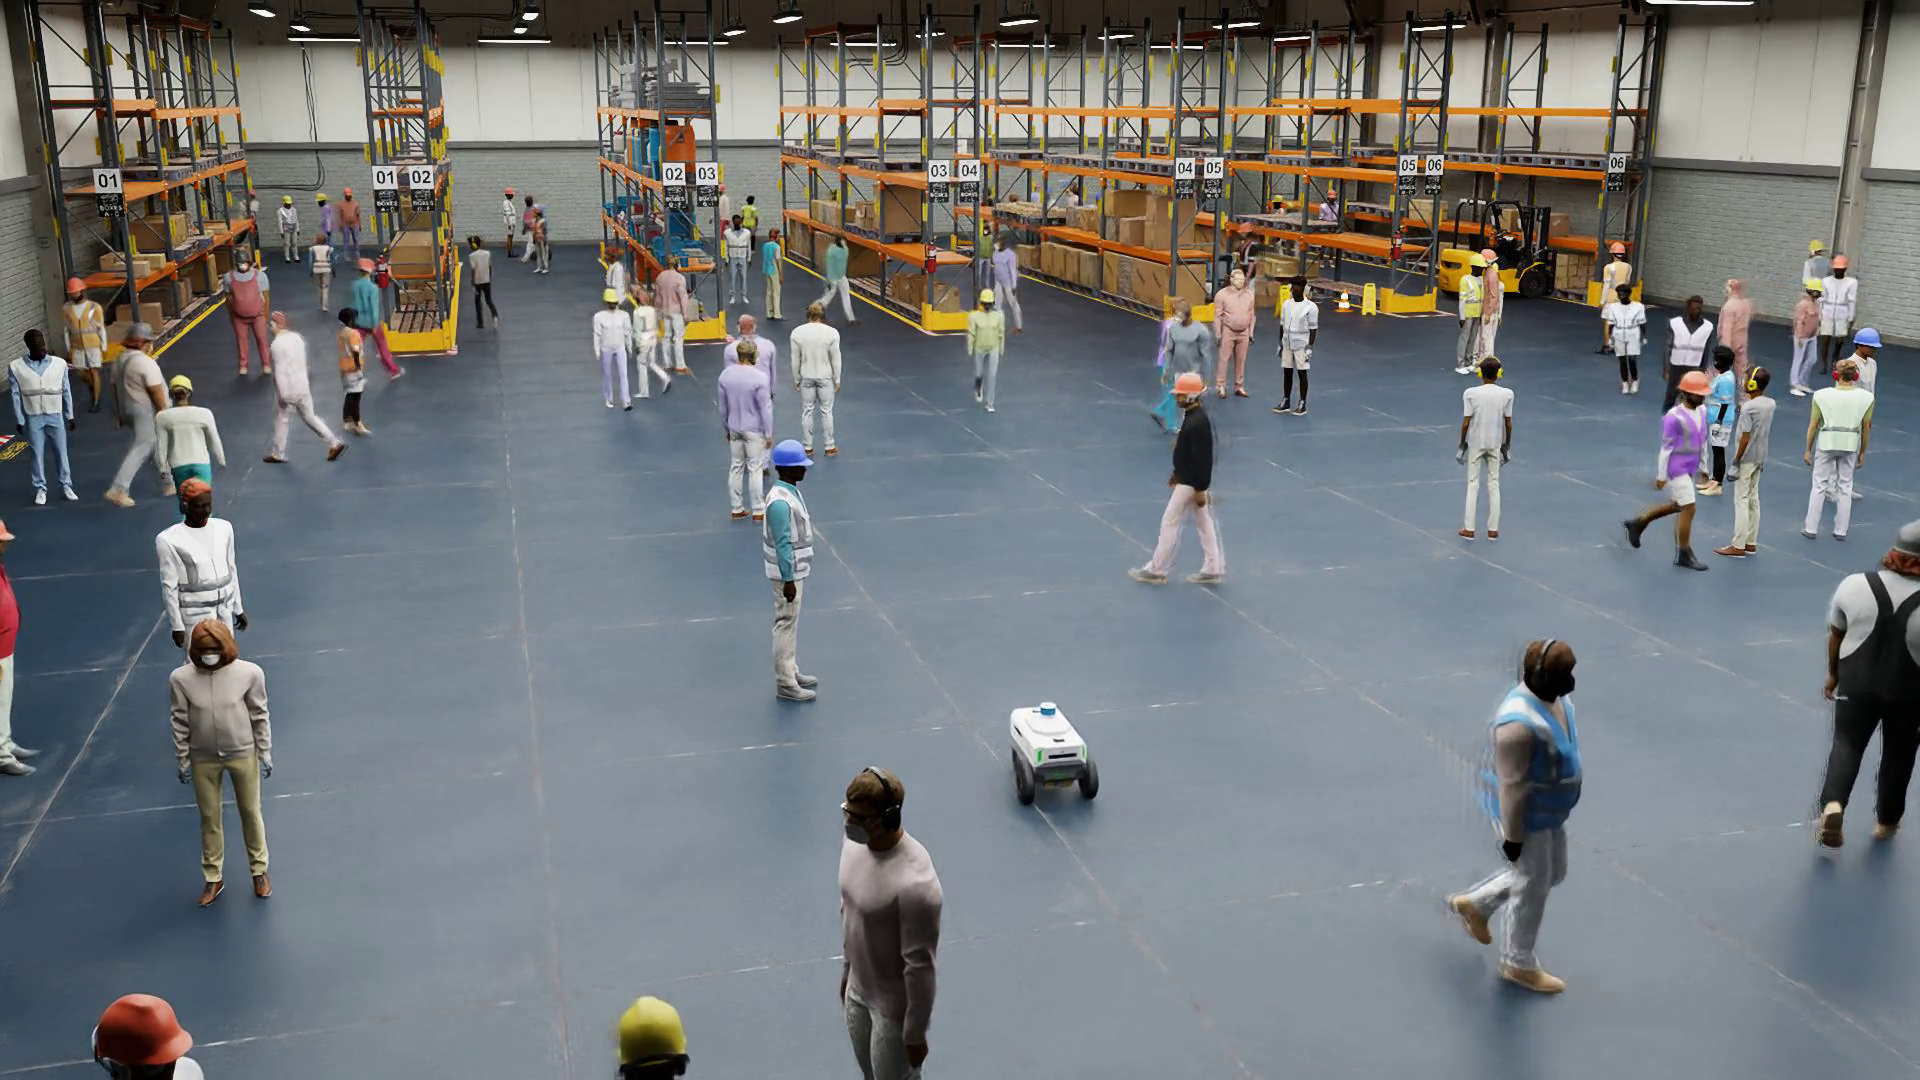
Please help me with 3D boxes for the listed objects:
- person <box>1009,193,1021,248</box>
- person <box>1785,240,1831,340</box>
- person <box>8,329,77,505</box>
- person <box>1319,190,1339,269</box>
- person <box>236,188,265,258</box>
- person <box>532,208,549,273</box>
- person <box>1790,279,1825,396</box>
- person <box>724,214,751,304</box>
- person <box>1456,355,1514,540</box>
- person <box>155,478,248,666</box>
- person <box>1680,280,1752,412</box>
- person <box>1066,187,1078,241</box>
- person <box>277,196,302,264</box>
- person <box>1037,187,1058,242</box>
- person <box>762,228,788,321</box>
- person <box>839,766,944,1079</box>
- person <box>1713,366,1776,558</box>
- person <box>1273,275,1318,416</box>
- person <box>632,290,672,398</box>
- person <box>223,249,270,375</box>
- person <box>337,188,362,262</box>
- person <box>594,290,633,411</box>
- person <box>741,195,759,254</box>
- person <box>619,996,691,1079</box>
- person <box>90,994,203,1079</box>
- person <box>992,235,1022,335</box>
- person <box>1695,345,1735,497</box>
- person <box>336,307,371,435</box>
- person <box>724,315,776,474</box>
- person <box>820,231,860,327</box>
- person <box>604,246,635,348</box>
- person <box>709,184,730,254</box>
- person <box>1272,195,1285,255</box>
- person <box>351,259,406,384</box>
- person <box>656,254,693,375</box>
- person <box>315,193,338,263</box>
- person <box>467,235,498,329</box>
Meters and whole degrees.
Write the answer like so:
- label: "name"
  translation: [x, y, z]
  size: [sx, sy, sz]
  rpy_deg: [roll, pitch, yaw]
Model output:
- label: "person"
  translation: [1.592, -9.551, 49.724]
  size: [0.507, 1.593, 0.829]
  rpy_deg: [-10, 18, -33]
- label: "person"
  translation: [15.727, -4.633, 30.818]
  size: [0.600, 1.812, 0.671]
  rpy_deg: [-4, 15, -15]
- label: "person"
  translation: [-10.079, -1.365, 18.303]
  size: [0.594, 1.921, 0.388]
  rpy_deg: [-11, 18, -35]
- label: "person"
  translation: [9.659, -8.108, 43.444]
  size: [0.608, 2.044, 0.371]
  rpy_deg: [-2, 15, -6]
- label: "person"
  translation: [-19.987, -8.888, 46.579]
  size: [0.951, 1.947, 0.643]
  rpy_deg: [9, 17, 29]
- label: "person"
  translation: [-10.712, -7.634, 42.440]
  size: [0.515, 1.636, 0.314]
  rpy_deg: [12, 19, 38]
- label: "person"
  translation: [12.684, -3.031, 24.894]
  size: [0.538, 1.757, 0.331]
  rpy_deg: [-9, 18, -32]
- label: "person"
  translation: [-4.832, -6.107, 36.153]
  size: [0.595, 1.918, 0.386]
  rpy_deg: [-4, 15, -15]
- label: "person"
  translation: [5.278, -0.923, 16.746]
  size: [0.526, 1.865, 0.315]
  rpy_deg: [2, 15, 6]
- label: "person"
  translation: [-5.125, 0.510, 11.319]
  size: [0.355, 1.885, 0.575]
  rpy_deg: [8, 17, 26]
- label: "person"
  translation: [10.938, -2.776, 23.746]
  size: [0.648, 1.853, 1.029]
  rpy_deg: [-10, 18, -33]
- label: "person"
  translation: [3.396, -9.438, 48.889]
  size: [0.433, 1.826, 0.703]
  rpy_deg: [-13, 20, -40]
- label: "person"
  translation: [-18.056, -8.348, 44.781]
  size: [0.406, 1.821, 0.598]
  rpy_deg: [9, 17, 30]
- label: "person"
  translation: [2.471, -9.017, 47.068]
  size: [0.634, 1.927, 0.448]
  rpy_deg: [-3, 15, -11]
- label: "person"
  translation: [-3.735, -5.299, 33.263]
  size: [0.390, 1.839, 0.564]
  rpy_deg: [-12, 19, -39]
- label: "person"
  translation: [-0.282, 1.778, 6.469]
  size: [0.362, 1.932, 0.630]
  rpy_deg: [-8, 17, -27]
- label: "person"
  translation: [7.631, -0.760, 16.123]
  size: [0.512, 1.873, 0.328]
  rpy_deg: [-11, 18, -36]
- label: "person"
  translation: [4.725, -2.743, 23.404]
  size: [0.367, 1.966, 0.607]
  rpy_deg: [-14, 20, -41]
- label: "person"
  translation: [-4.603, -2.891, 24.630]
  size: [0.499, 1.623, 0.515]
  rpy_deg: [7, 16, 24]
- label: "person"
  translation: [-11.470, -3.681, 26.789]
  size: [0.678, 2.000, 0.535]
  rpy_deg: [-4, 15, -15]
- label: "person"
  translation: [-16.658, -8.606, 45.431]
  size: [0.612, 1.986, 0.406]
  rpy_deg: [-9, 17, -29]
- label: "person"
  translation: [-4.923, -2.692, 23.676]
  size: [0.566, 1.722, 0.894]
  rpy_deg: [-6, 16, -21]
- label: "person"
  translation: [-5.968, -8.980, 47.416]
  size: [0.551, 1.677, 0.391]
  rpy_deg: [8, 17, 26]
- label: "person"
  translation: [-0.893, 2.228, 5.097]
  size: [0.526, 1.758, 0.366]
  rpy_deg: [-1, 15, -4]
- label: "person"
  translation: [-2.472, 2.207, 5.180]
  size: [0.333, 1.753, 0.562]
  rpy_deg: [3, 15, 11]
- label: "person"
  translation: [0.817, -4.743, 31.093]
  size: [1.023, 1.872, 0.755]
  rpy_deg: [-13, 19, -39]
- label: "person"
  translation: [8.491, -1.332, 18.617]
  size: [0.319, 1.693, 0.532]
  rpy_deg: [6, 16, 20]
- label: "person"
  translation: [-8.065, -2.231, 22.055]
  size: [0.316, 1.670, 0.614]
  rpy_deg: [-11, 19, -37]
- label: "person"
  translation: [-2.514, -1.756, 19.899]
  size: [0.661, 1.860, 0.997]
  rpy_deg: [-5, 16, -19]
- label: "person"
  translation: [-2.423, -5.096, 32.462]
  size: [1.099, 1.871, 0.639]
  rpy_deg: [12, 19, 37]
- label: "person"
  translation: [-6.000, -4.225, 29.172]
  size: [0.526, 1.870, 0.584]
  rpy_deg: [-6, 16, -22]
- label: "person"
  translation: [-6.921, -9.226, 47.804]
  size: [0.594, 1.973, 0.695]
  rpy_deg: [-11, 19, -37]
- label: "person"
  translation: [8.217, -7.951, 43.072]
  size: [0.370, 1.929, 0.585]
  rpy_deg: [-1, 15, -2]
- label: "person"
  translation: [-9.210, -3.418, 26.001]
  size: [0.604, 1.937, 1.045]
  rpy_deg: [7, 16, 25]
- label: "person"
  translation: [-4.614, -3.644, 26.844]
  size: [0.637, 1.937, 0.355]
  rpy_deg: [11, 18, 35]
- label: "person"
  translation: [-16.970, -8.314, 44.467]
  size: [0.430, 1.903, 0.622]
  rpy_deg: [-7, 17, -26]
- label: "person"
  translation: [-9.198, -4.949, 32.004]
  size: [0.532, 1.828, 0.773]
  rpy_deg: [-14, 20, -43]
